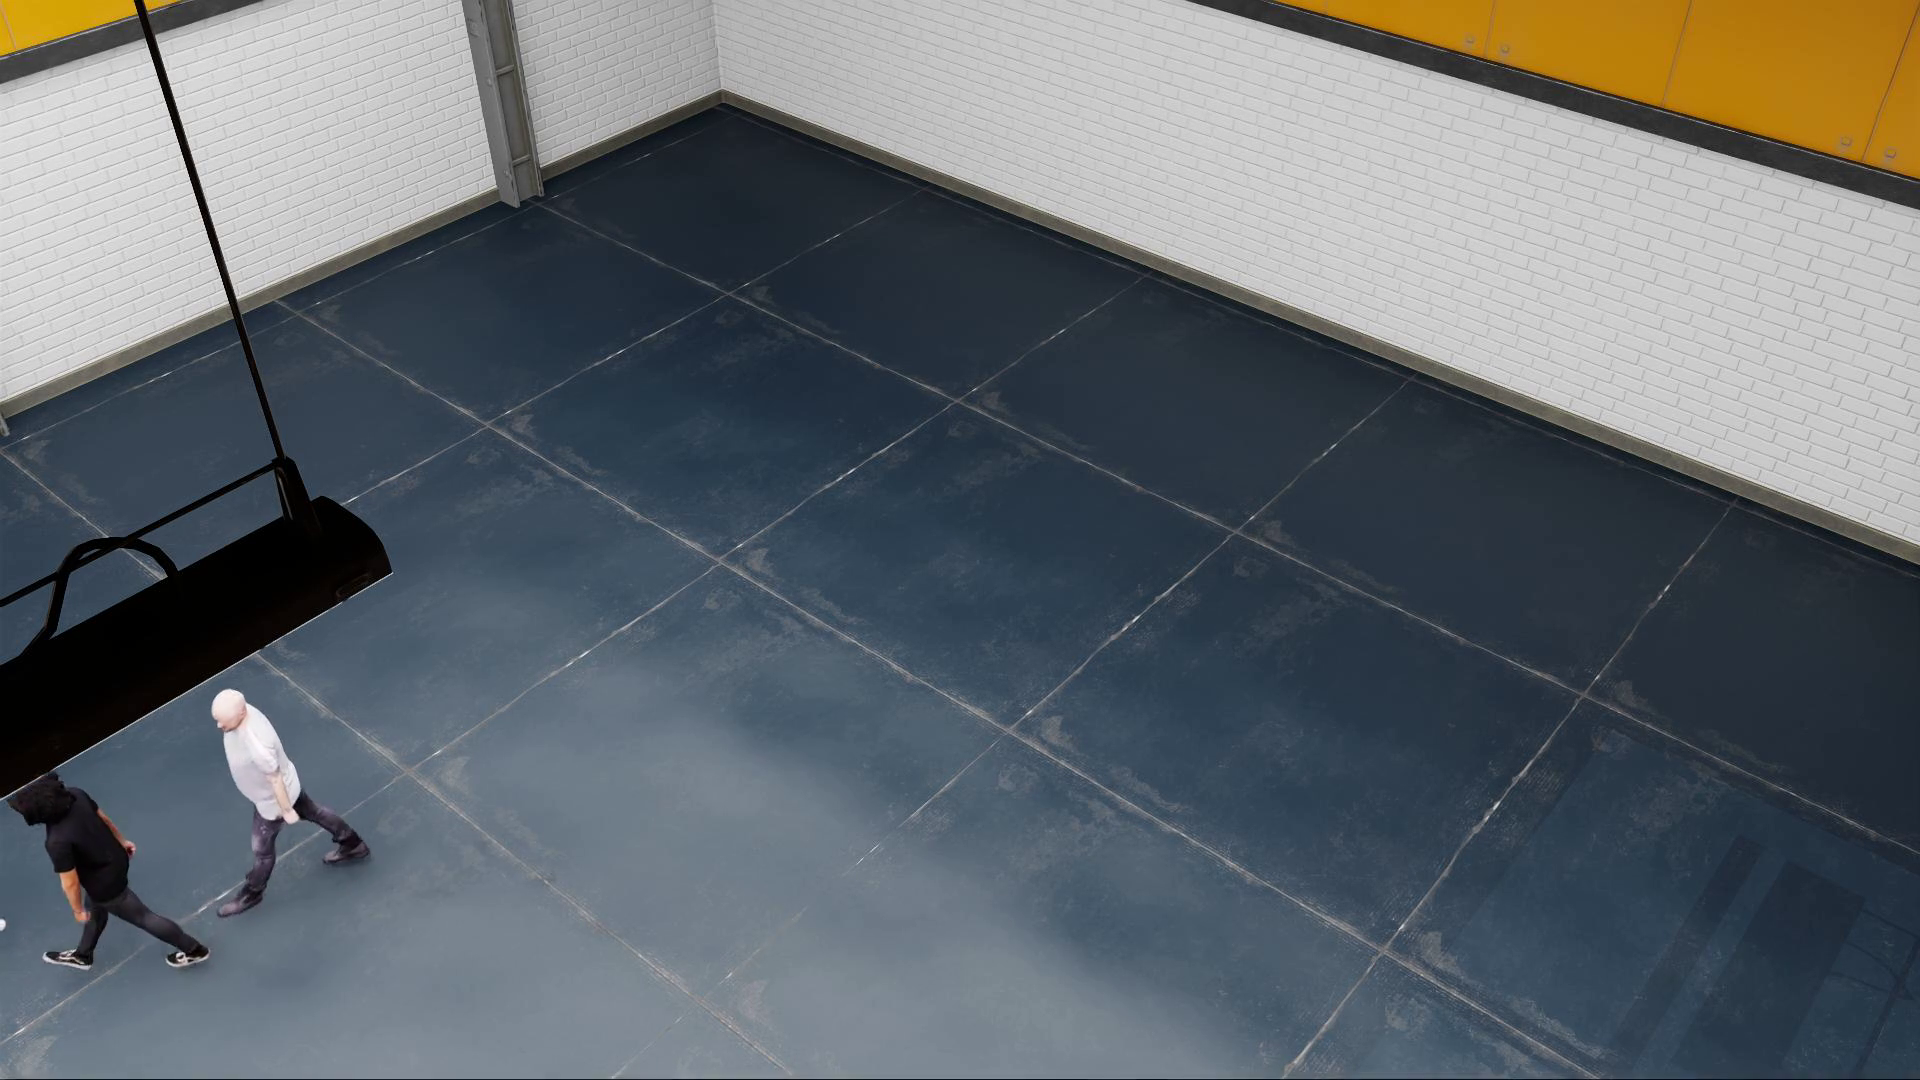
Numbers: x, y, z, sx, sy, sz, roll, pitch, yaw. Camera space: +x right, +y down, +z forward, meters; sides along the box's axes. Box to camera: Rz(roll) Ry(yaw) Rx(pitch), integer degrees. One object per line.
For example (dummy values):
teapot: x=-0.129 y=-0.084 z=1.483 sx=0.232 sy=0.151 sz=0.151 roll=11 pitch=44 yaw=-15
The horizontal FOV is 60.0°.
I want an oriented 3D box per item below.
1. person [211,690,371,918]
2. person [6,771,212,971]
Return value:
person: x=-4.144 y=1.530 z=10.256 sx=1.311 sy=1.783 sz=1.021 roll=-18 pitch=42 yaw=-21
person: x=-4.910 y=1.961 z=9.726 sx=1.283 sy=1.772 sz=1.165 roll=-5 pitch=39 yaw=-6
